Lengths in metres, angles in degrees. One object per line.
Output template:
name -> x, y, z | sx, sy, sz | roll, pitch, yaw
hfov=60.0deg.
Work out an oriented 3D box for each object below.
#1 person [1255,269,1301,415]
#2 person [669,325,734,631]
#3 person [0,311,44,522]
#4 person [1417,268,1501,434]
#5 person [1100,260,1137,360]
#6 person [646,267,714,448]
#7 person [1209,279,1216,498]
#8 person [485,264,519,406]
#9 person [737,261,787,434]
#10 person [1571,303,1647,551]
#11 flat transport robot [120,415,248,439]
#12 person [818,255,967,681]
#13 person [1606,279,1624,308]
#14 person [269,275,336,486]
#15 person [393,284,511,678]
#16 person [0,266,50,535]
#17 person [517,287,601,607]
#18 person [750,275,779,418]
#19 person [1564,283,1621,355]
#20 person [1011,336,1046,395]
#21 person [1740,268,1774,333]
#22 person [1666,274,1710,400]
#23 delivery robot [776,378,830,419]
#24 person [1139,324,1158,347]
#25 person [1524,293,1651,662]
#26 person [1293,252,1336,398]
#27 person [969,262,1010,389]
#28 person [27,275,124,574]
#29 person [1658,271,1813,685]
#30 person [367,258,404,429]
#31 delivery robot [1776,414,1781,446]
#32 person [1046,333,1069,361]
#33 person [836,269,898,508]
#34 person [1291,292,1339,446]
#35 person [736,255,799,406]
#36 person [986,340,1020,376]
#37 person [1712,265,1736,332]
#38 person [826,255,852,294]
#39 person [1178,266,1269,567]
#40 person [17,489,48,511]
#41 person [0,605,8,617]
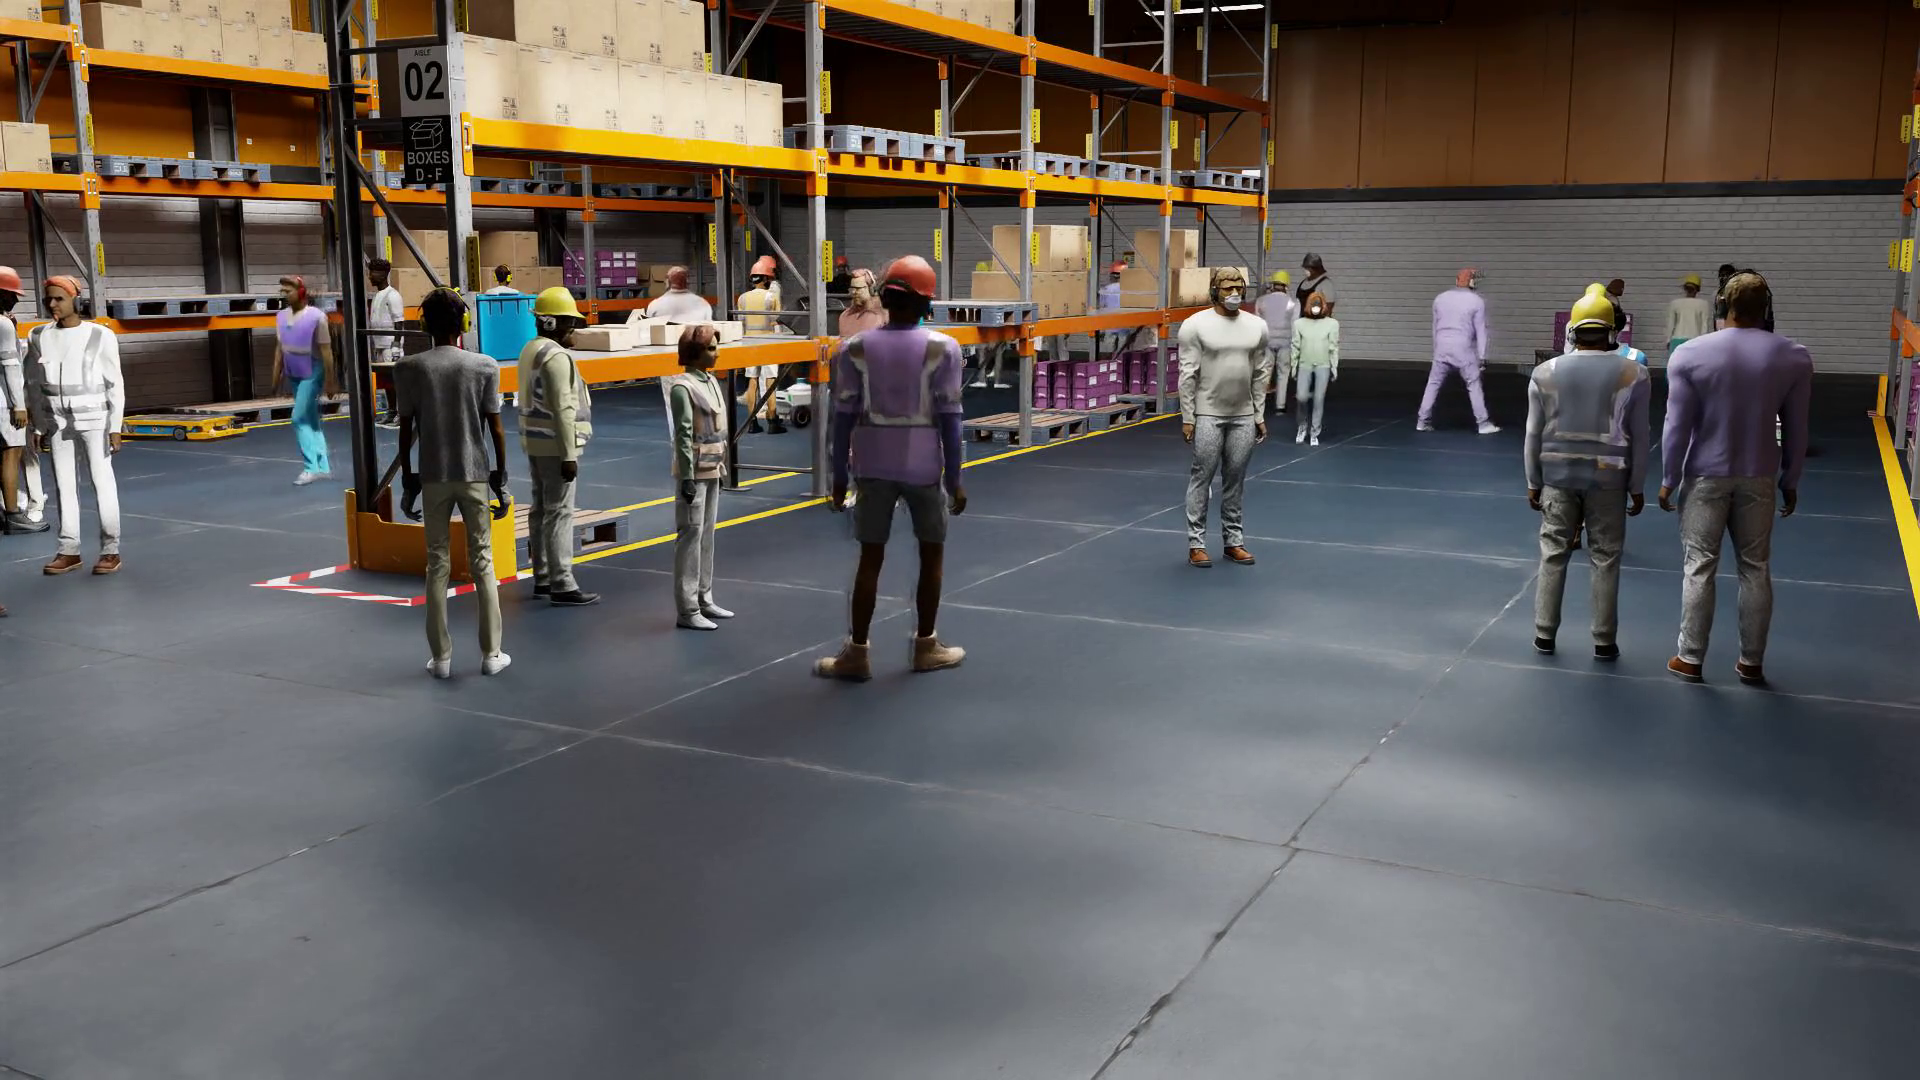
person -> 3.947, -2.450, 20.696 | 0.592, 1.822, 0.475 | 4, 11, 24
person -> -1.411, -0.341, 9.013 | 0.307, 1.636, 0.525 | 2, 10, 10
person -> -7.113, -0.930, 12.427 | 0.511, 1.639, 0.308 | 0, 10, 0
person -> 5.660, -2.116, 18.702 | 0.804, 1.858, 0.558 | 9, 13, 42
person -> 2.242, -3.033, 23.786 | 0.550, 1.921, 0.569 | 5, 11, 28
person -> -2.780, -1.742, 16.433 | 0.668, 1.865, 0.935 | -2, 10, -14
person -> 2.106, -1.230, 13.505 | 0.508, 1.867, 0.329 | 6, 11, 31
person -> -5.994, -2.693, 21.958 | 0.520, 1.871, 0.326 | 1, 10, 3
person -> -2.207, -2.147, 18.624 | 0.542, 1.931, 0.375 | 4, 11, 22
person -> 4.311, -0.745, 11.173 | 0.540, 1.697, 0.317 | 7, 12, 35
flat transport robot -> -8.646, -1.246, 18.206 | 1.431, 0.197, 0.652 | 2, 10, 9
person -> -0.338, -0.329, 7.926 | 0.739, 2.019, 0.519 | 2, 10, 10
person -> 10.020, -3.191, 25.556 | 0.288, 1.623, 0.511 | 2, 10, 9
person -> -5.793, -1.390, 14.545 | 0.561, 1.823, 0.652 | 7, 12, 34
person -> -2.412, -0.273, 7.939 | 0.513, 1.876, 0.328 | -2, 10, -13
person -> -6.889, -1.003, 12.016 | 0.551, 1.923, 0.384 | 7, 12, 35
person -> -2.325, -0.534, 9.581 | 0.404, 1.829, 0.591 | -6, 11, -31
person -> -2.414, -2.410, 20.442 | 0.429, 1.836, 0.631 | -4, 11, -23
person -> 5.860, -1.506, 15.458 | 0.492, 1.740, 0.325 | 3, 10, 19
person -> 1.000, -3.045, 23.876 | 0.548, 1.915, 0.634 | 2, 10, 9
person -> 10.564, -2.733, 22.359 | 0.692, 1.815, 0.502 | 2, 10, 13
person -> 9.766, -2.702, 22.363 | 0.534, 1.745, 0.630 | 7, 12, 35
delivery robot -> -1.855, -1.652, 19.467 | 0.477, 0.478, 0.707 | 8, 13, 39
person -> 3.153, -3.513, 27.462 | 0.526, 1.616, 0.707 | 6, 12, 33
person -> 3.125, -0.311, 8.313 | 0.591, 1.826, 0.404 | 5, 11, 29
person -> 4.890, -3.002, 23.254 | 0.535, 2.000, 0.691 | -5, 11, -28
person -> 0.462, -3.181, 24.764 | 0.694, 1.882, 0.377 | -1, 10, -4
person -> -5.557, -0.715, 10.476 | 0.574, 1.882, 0.358 | 0, 10, 1
person -> 3.612, -0.282, 7.803 | 0.638, 1.938, 0.356 | 2, 10, 11
person -> -6.613, -2.265, 19.198 | 0.365, 1.964, 0.610 | -8, 13, -38
delivery robot -> 8.322, -1.197, 16.829 | 0.477, 0.478, 0.707 | 5, 11, 28
person -> 1.424, -3.121, 24.397 | 0.339, 1.882, 0.584 | -6, 12, -33
person -> -0.735, -1.173, 13.086 | 0.645, 1.900, 0.403 | 7, 12, 36
person -> 3.713, -1.785, 17.443 | 0.501, 1.613, 0.352 | 2, 10, 13
person -> -2.494, -2.747, 21.948 | 1.045, 1.995, 0.629 | -3, 10, -17
person -> 0.830, -3.491, 27.244 | 0.774, 1.681, 0.538 | -4, 11, -21
person -> 9.971, -2.638, 21.650 | 0.996, 1.854, 0.625 | -4, 11, -24
person -> -1.988, -3.836, 28.249 | 0.630, 1.977, 0.507 | -1, 10, -4
person -> 1.709, -0.795, 10.772 | 0.632, 1.940, 0.372 | -3, 10, -18
person -> -7.556, -0.961, 12.739 | 0.510, 1.581, 0.843 | 6, 11, 30
person -> -5.509, -0.492, 9.022 | 0.355, 1.936, 0.635 | 2, 10, 14
